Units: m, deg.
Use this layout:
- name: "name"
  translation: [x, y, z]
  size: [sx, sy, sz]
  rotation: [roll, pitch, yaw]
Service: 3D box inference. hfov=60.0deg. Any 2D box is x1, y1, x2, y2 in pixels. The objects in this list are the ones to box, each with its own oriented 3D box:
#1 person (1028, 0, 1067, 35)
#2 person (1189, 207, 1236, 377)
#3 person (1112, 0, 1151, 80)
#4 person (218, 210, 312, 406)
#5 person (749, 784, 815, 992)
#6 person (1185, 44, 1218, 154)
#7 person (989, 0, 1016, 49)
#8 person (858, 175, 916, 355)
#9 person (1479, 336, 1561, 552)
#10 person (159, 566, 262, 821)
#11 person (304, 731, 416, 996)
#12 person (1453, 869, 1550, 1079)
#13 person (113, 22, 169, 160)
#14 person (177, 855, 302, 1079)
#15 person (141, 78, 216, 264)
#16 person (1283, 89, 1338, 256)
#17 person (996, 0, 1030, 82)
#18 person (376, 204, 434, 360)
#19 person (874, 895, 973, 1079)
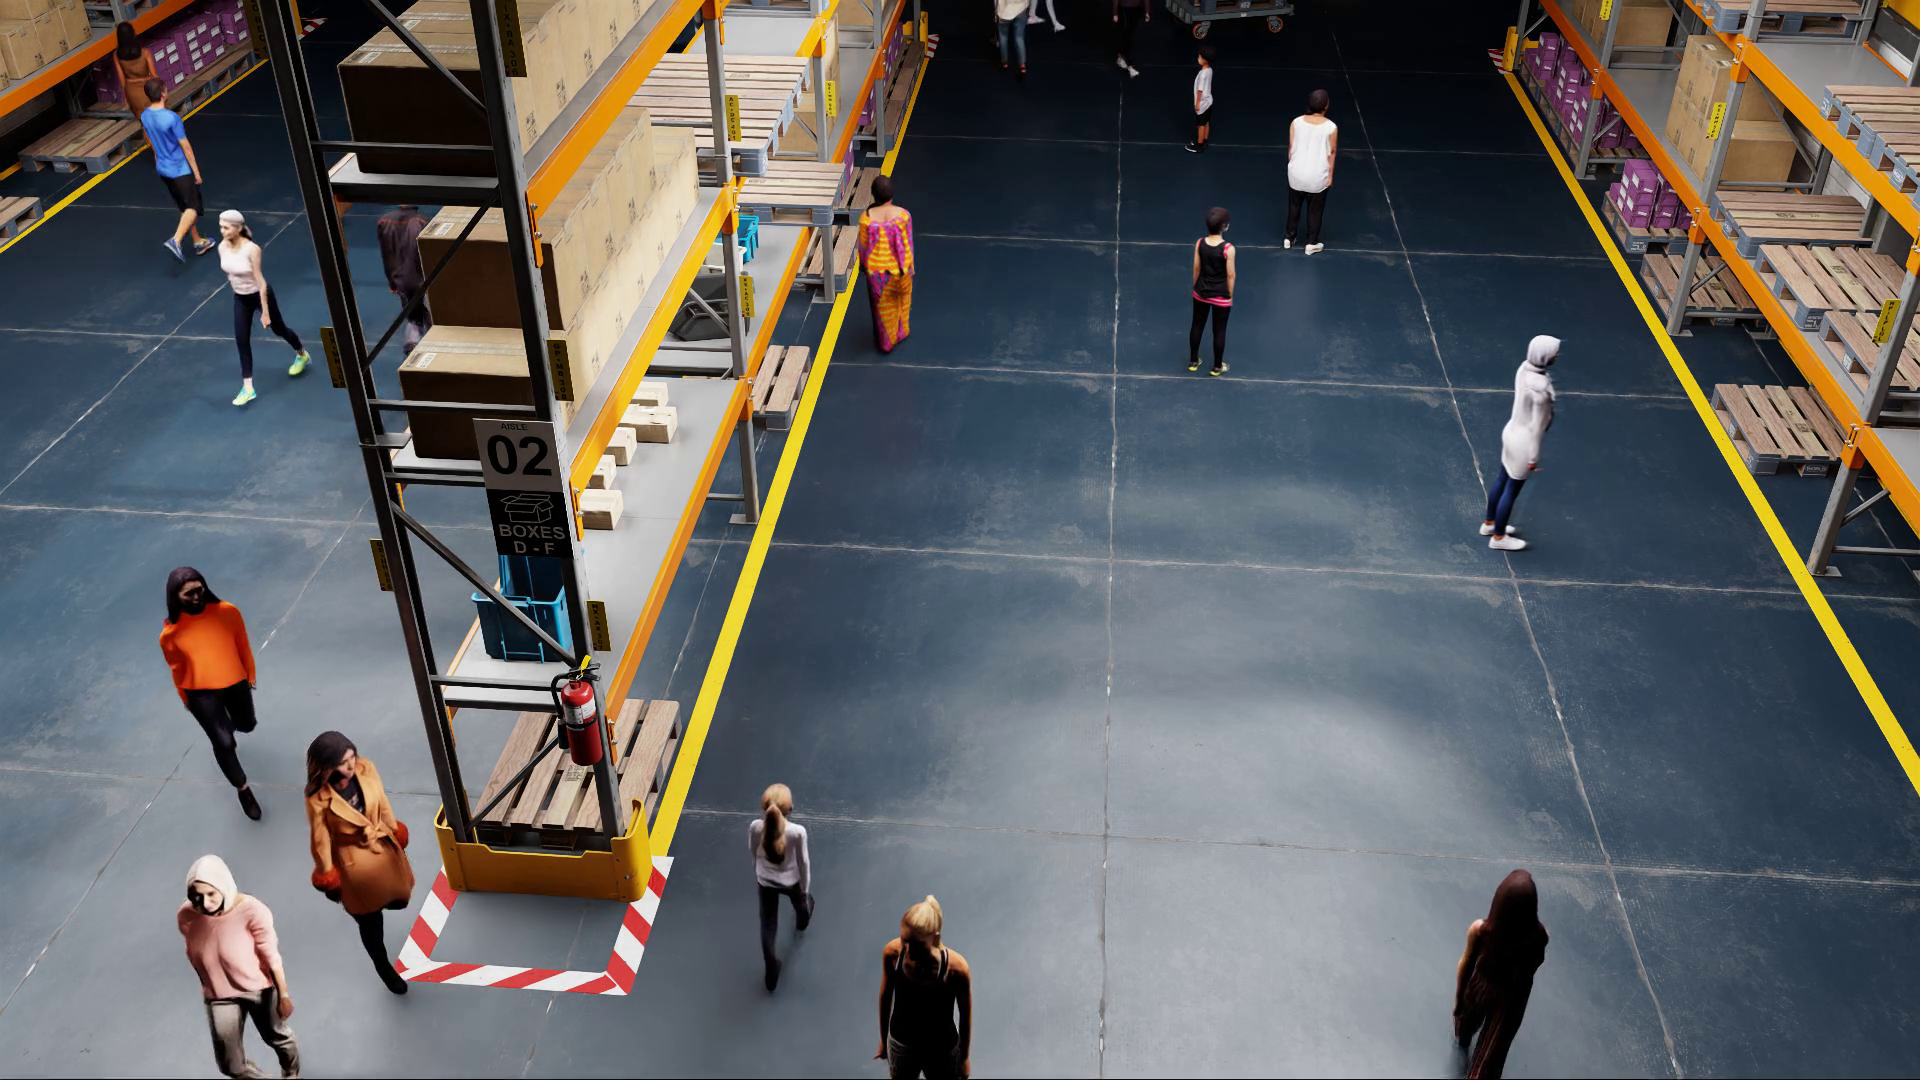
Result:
- name: "person"
  translation: [1.123, -8.043, 23.410]
  size: [1.092, 1.715, 1.132]
  rotation: [18, 38, 25]
- name: "person"
  translation: [2.242, -2.210, 14.782]
  size: [0.618, 1.551, 0.636]
  rotation: [20, 38, 27]
- name: "person"
  translation: [2.196, -6.928, 21.798]
  size: [0.911, 1.641, 1.211]
  rotation: [-10, 35, -15]
- name: "person"
  translation: [-6.075, -2.091, 14.509]
  size: [0.835, 1.654, 1.232]
  rotation: [12, 36, 18]
- name: "person"
  translation: [-0.983, 1.874, 8.909]
  size: [0.493, 1.250, 0.860]
  rotation: [3, 34, 4]
- name: "person"
  translation: [2.866, -5.184, 19.522]
  size: [0.600, 1.257, 0.507]
  rotation: [14, 36, 20]
- name: "person"
  translation: [0.632, -7.736, 22.787]
  size: [0.746, 1.893, 0.704]
  rotation: [-8, 34, -11]
- name: "person"
  translation: [-0.662, -2.491, 15.106]
  size: [0.732, 1.659, 0.826]
  rotation: [-2, 34, -3]
- name: "person"
  translation: [4.155, -0.724, 12.343]
  size: [0.681, 1.776, 0.479]
  rotation: [1, 34, 1]
- name: "person"
  translation: [-4.504, 0.855, 10.006]
  size: [1.008, 1.732, 1.062]
  rotation: [-25, 41, -33]
- name: "person"
  translation: [-3.212, 1.663, 8.808]
  size: [0.988, 1.713, 0.949]
  rotation: [24, 41, 32]
- name: "person"
  translation: [2.596, 2.276, 8.059]
  size: [0.704, 1.522, 1.073]
  rotation: [10, 35, 15]
- name: "person"
  translation: [-9.280, -5.020, 18.890]
  size: [0.705, 1.682, 0.773]
  rotation: [-10, 35, -14]
- name: "person"
  translation: [-3.469, 2.120, 8.123]
  size: [0.653, 1.711, 0.682]
  rotation: [-3, 34, -4]
- name: "person"
  translation: [-7.928, -3.660, 16.697]
  size: [0.762, 1.847, 1.090]
  rotation: [11, 35, 16]
- name: "person"
  translation: [3.580, -3.772, 17.010]
  size: [0.757, 1.686, 0.771]
  rotation: [21, 39, 29]
- name: "person"
  translation: [0.709, -6.781, 21.578]
  size: [0.911, 1.640, 1.157]
  rotation: [-9, 35, -14]
- name: "person"
  translation: [-4.739, -2.208, 14.432]
  size: [0.710, 1.934, 0.820]
  rotation: [3, 34, 5]
- name: "person"
  translation: [-0.159, 2.322, 7.699]
  size: [0.655, 1.843, 0.593]
  rotation: [10, 35, 15]
